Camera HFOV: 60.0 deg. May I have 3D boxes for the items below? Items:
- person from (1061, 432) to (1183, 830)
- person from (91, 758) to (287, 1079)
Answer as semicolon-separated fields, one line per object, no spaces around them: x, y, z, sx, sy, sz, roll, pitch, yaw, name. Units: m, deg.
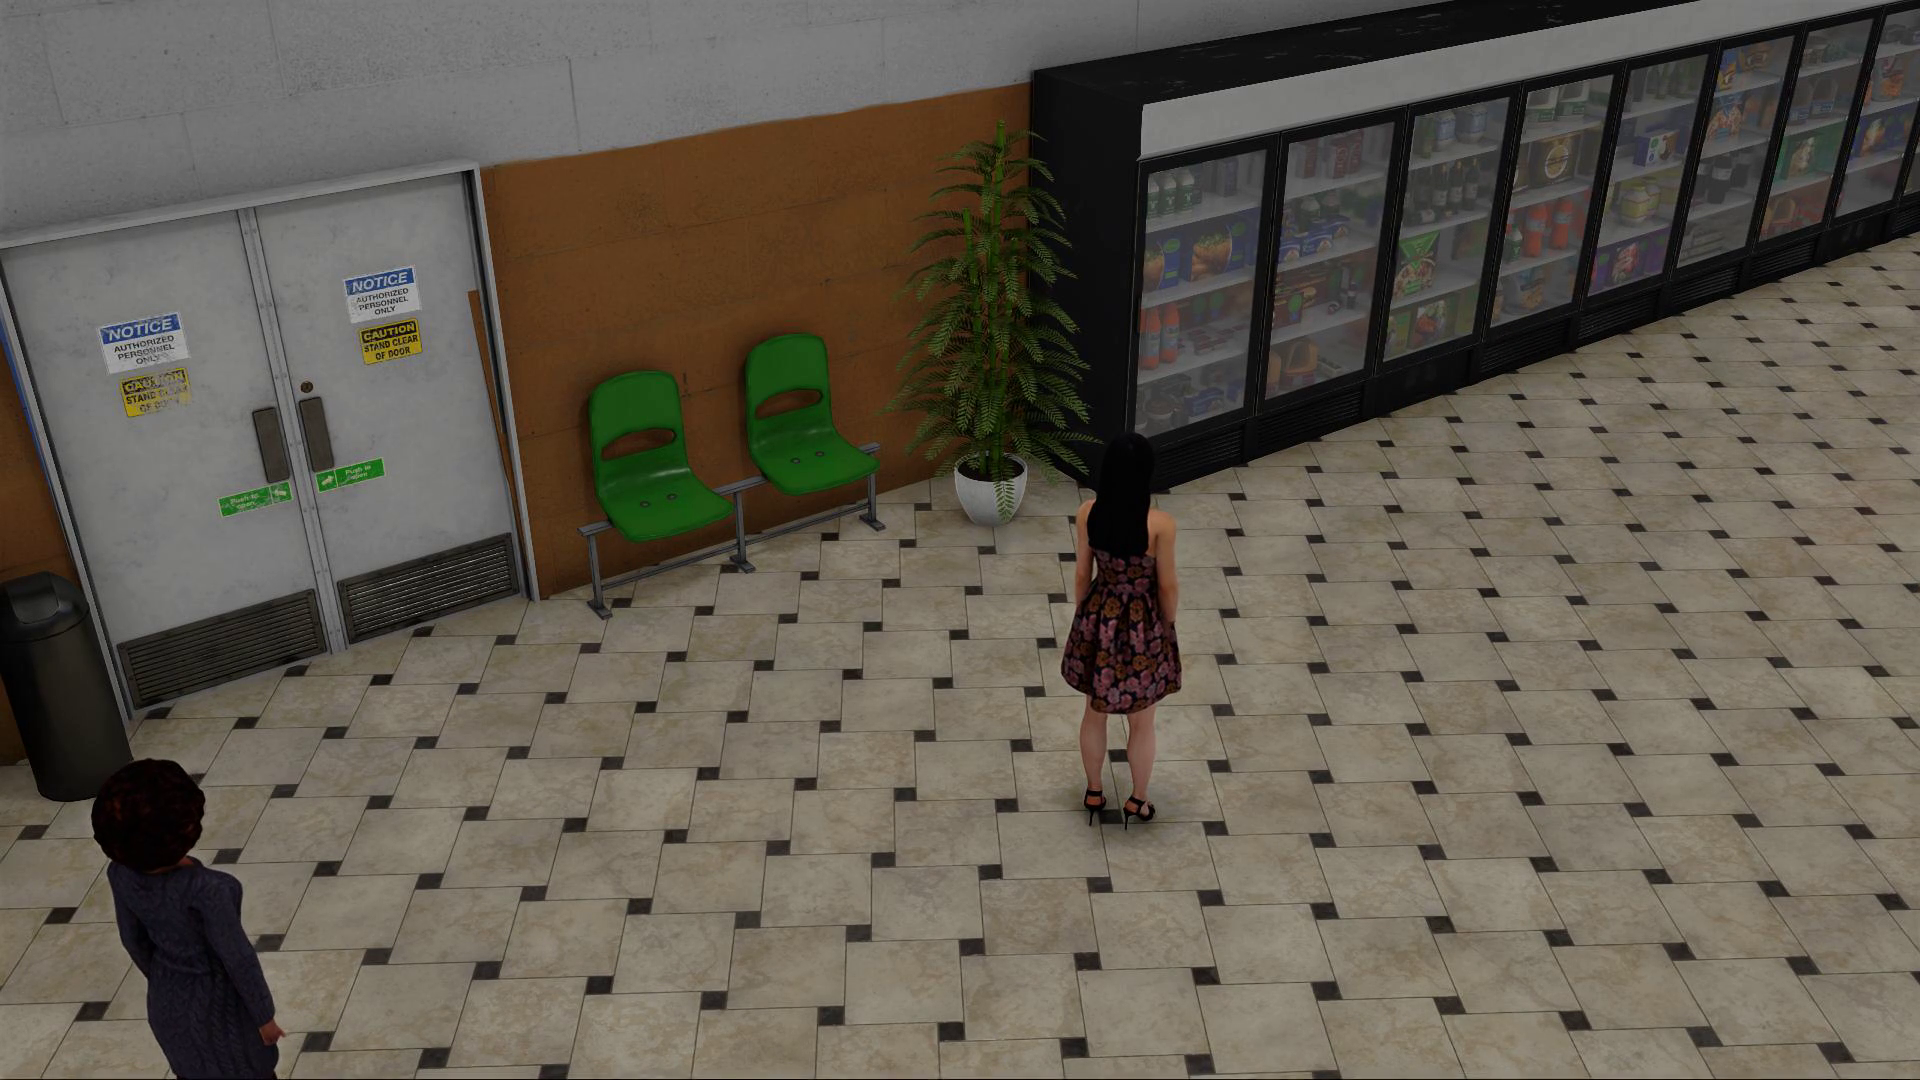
0.648;0.384;6.628;0.778;1.773;0.857;12;31;20;person
-2.206;1.380;4.870;0.619;1.710;0.715;11;30;19;person
